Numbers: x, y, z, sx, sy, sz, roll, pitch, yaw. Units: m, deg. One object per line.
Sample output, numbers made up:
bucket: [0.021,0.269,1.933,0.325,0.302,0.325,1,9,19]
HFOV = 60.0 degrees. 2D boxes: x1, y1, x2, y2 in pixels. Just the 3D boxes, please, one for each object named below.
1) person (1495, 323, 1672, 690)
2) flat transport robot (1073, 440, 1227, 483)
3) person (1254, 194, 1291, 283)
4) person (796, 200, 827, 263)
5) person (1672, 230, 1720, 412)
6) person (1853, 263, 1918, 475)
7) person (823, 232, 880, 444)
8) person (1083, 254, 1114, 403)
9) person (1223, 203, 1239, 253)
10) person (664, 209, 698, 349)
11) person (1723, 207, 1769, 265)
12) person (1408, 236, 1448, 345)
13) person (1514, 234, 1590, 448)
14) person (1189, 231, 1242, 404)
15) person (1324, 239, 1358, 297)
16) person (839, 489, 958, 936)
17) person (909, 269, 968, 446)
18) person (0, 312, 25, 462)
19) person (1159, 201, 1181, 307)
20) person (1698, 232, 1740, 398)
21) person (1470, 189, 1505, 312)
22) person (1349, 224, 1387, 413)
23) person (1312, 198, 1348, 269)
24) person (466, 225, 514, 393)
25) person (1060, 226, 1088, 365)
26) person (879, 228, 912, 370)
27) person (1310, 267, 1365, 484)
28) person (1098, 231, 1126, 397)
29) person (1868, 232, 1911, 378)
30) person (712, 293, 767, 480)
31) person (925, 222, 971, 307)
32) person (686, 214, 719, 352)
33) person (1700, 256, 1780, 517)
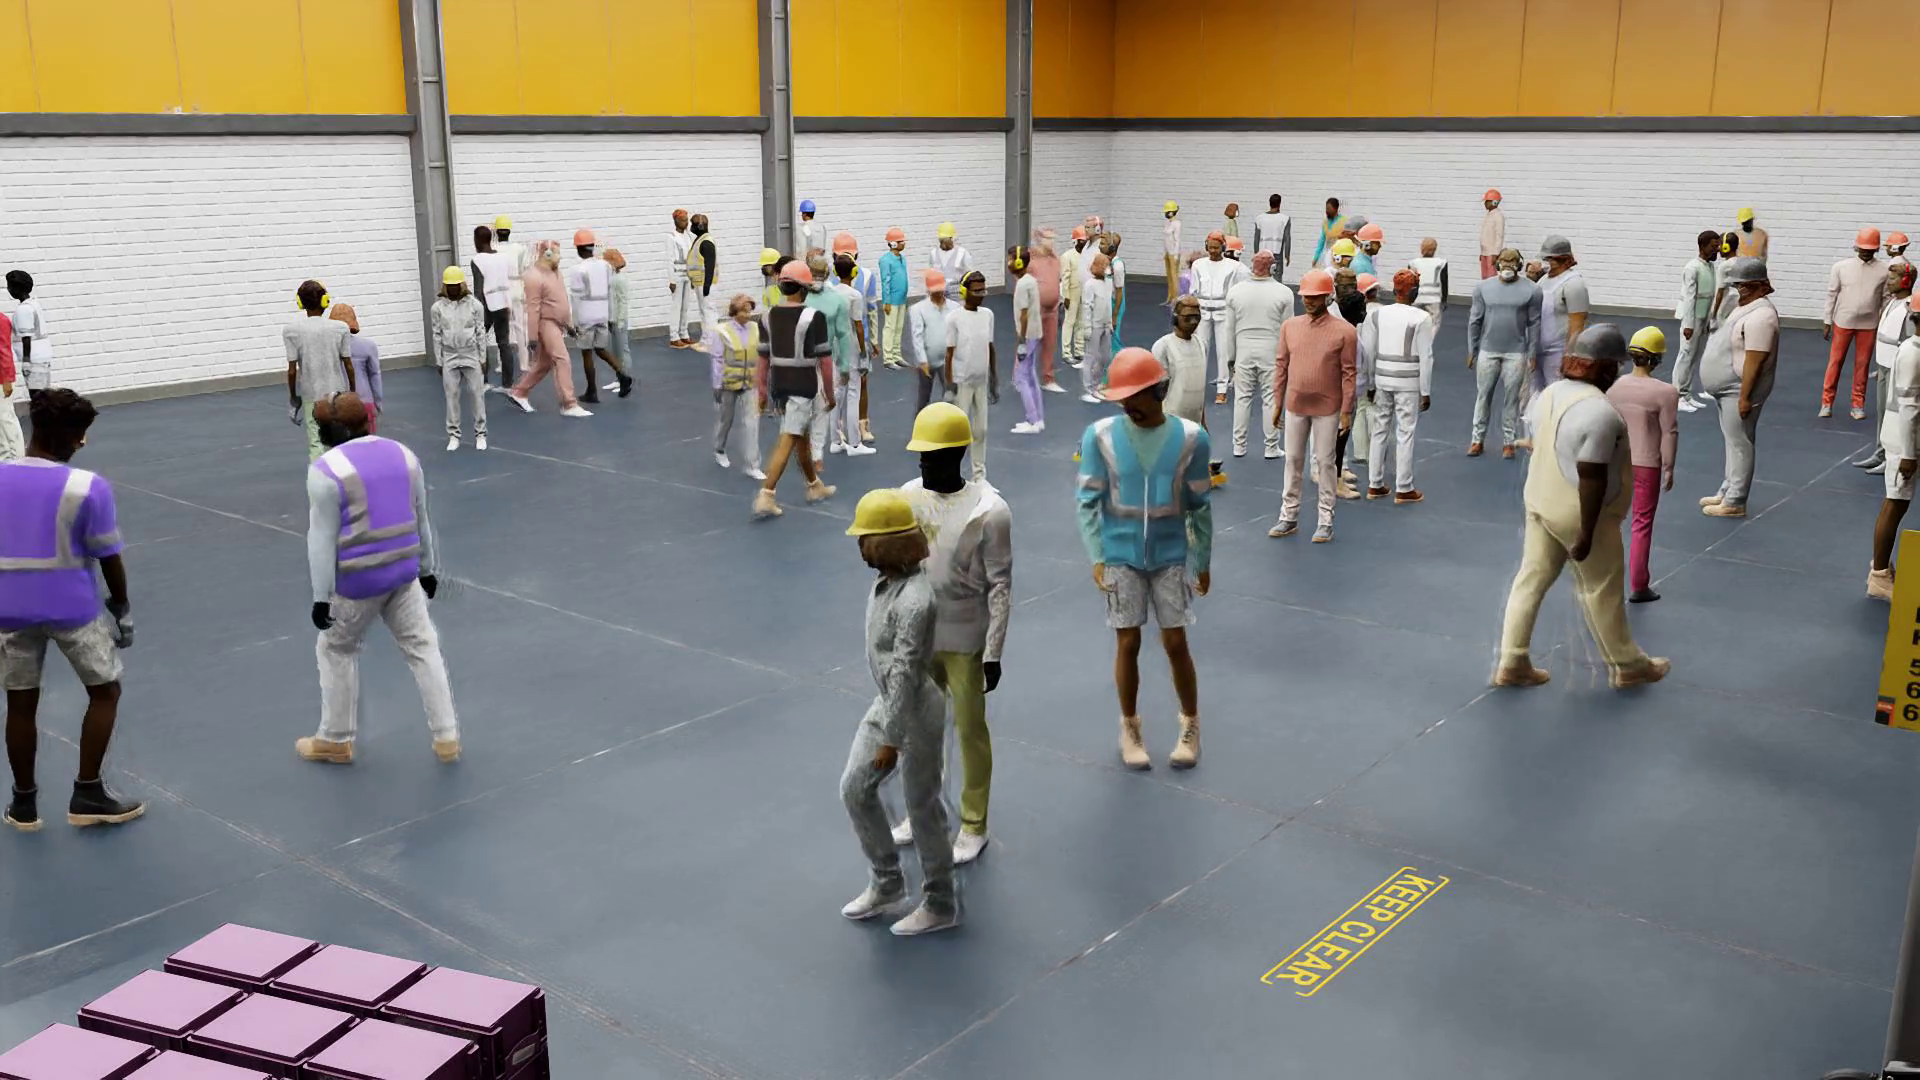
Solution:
person: [3.396,-0.187,8.920,0.979,2.000,0.695,-3,14,-13]
flat transport robot: [1.640,-0.694,14.537,0.652,0.197,1.431,-7,16,-27]
person: [5.033,-4.609,26.839,0.591,1.918,0.383,7,16,25]
person: [-2.166,-3.945,24.126,0.404,1.948,0.605,10,17,35]
person: [7.858,-2.345,17.794,0.373,1.917,0.594,12,18,39]
person: [8.160,-1.484,14.496,0.375,1.843,0.575,3,14,11]
person: [-1.069,-1.915,15.864,0.615,2.028,0.409,-5,15,-19]
person: [1.510,-2.330,18.333,0.340,1.624,0.557,11,18,37]
person: [4.841,-5.191,29.745,0.283,1.633,0.500,6,15,23]
person: [-3.822,-3.577,22.789,0.337,1.881,0.585,5,15,19]
person: [11.142,-3.791,23.642,0.610,1.878,0.524,3,14,11]
person: [5.915,-3.032,21.125,0.532,1.622,0.495,7,16,27]
person: [5.434,-1.804,15.382,0.536,2.000,0.688,-3,14,-10]
person: [2.778,-2.432,18.211,0.584,1.882,0.337,6,15,23]
person: [4.050,-2.319,17.879,0.404,1.827,0.596,12,18,39]
person: [-0.254,0.660,6.169,0.548,1.723,0.501,-5,15,-20]
person: [-0.194,-1.712,15.724,0.565,1.681,0.946,-6,15,-22]
person: [-8.461,-1.426,14.493,0.576,1.736,0.355,8,16,28]
person: [3.533,-4.789,27.890,0.339,1.761,0.524,-4,15,-14]
person: [8.534,-2.505,18.573,0.541,1.854,0.393,-8,16,-30]
person: [8.522,-4.630,26.769,0.381,1.994,0.622,-1,14,-5]
person: [4.280,-2.353,17.682,0.406,1.988,0.614,5,15,21]
person: [5.885,-4.457,26.343,0.981,1.864,0.640,-6,15,-23]
person: [-5.380,-2.611,18.900,0.689,1.891,0.594,8,16,28]
person: [1.523,-3.134,21.278,0.562,1.753,0.333,-13,19,-41]
person: [-0.802,-3.018,20.806,0.318,1.755,0.567,6,15,23]
person: [3.216,-1.393,14.138,0.521,1.843,0.331,-6,15,-23]
person: [1.681,-2.540,18.720,0.345,1.847,0.504,-3,14,-10]
person: [11.211,-2.831,20.067,0.341,1.749,0.572,12,19,41]
person: [-1.953,-1.366,14.548,0.527,1.605,0.844,-8,16,-28]
person: [-0.154,-3.045,20.788,0.633,1.819,0.417,6,15,21]
person: [-3.462,-3.461,22.408,0.430,1.845,0.624,-4,15,-17]
person: [6.059,-1.206,12.993,0.535,2.000,0.679,4,15,17]
